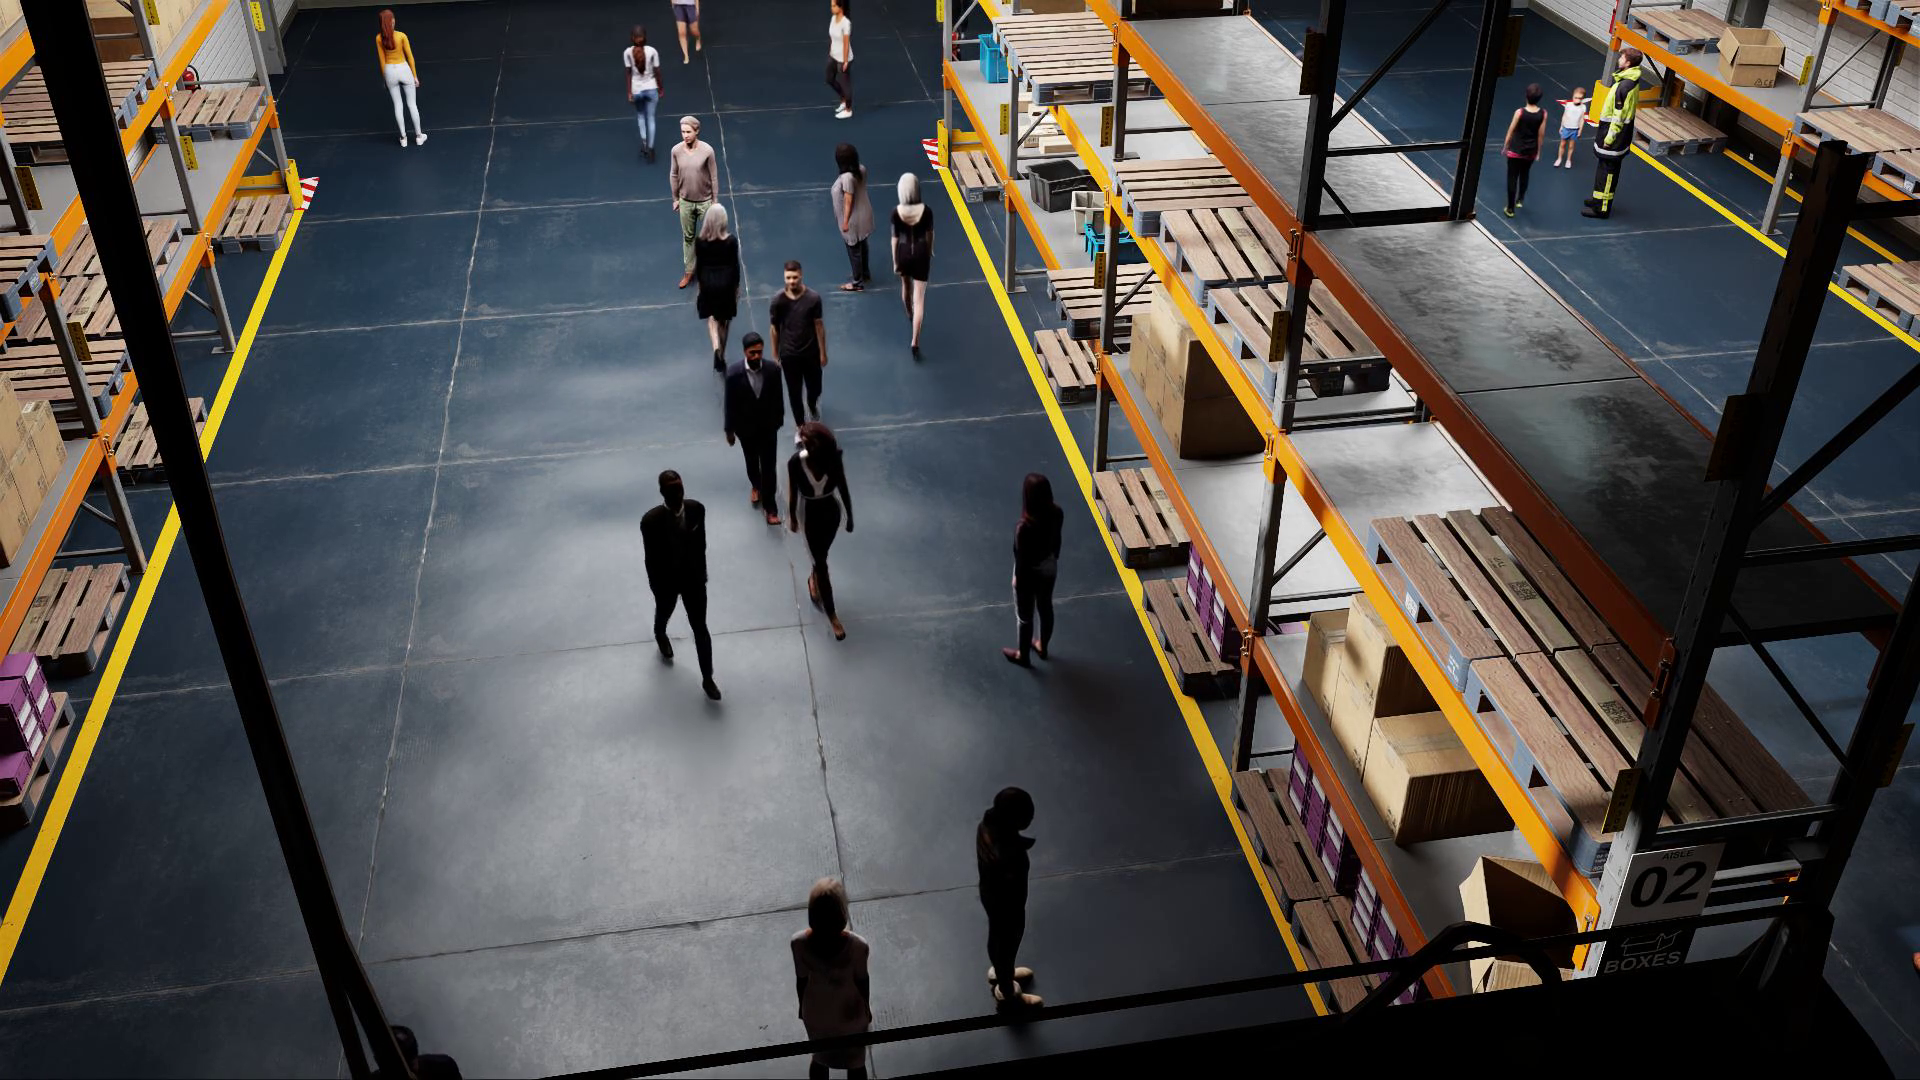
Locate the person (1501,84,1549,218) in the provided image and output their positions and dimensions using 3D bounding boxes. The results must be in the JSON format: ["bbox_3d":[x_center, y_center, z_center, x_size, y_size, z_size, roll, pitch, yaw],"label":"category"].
[{"bbox_3d":[6.600,-4.535,19.448,0.605,1.539,0.694,-2,34,-3],"label":"person"}]

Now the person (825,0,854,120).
[{"bbox_3d":[-1.521,-6.474,22.277,0.739,1.635,0.641,-20,38,-27],"label":"person"}]

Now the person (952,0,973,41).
[{"bbox_3d":[-0.041,-8.328,24.988,0.636,1.723,0.678,-11,35,-16],"label":"person"}]

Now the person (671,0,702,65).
[{"bbox_3d":[-4.011,-7.808,24.365,0.674,1.546,0.876,2,34,3],"label":"person"}]

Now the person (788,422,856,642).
[{"bbox_3d":[-1.091,-0.167,12.690,0.749,1.745,1.197,-11,35,-17],"label":"person"}]

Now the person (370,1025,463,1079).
[{"bbox_3d":[-2.629,2.938,8.094,0.773,1.663,0.754,-14,36,-20],"label":"person"}]

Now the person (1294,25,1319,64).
[{"bbox_3d":[4.235,-5.401,20.459,0.814,1.861,0.772,-13,36,-19],"label":"person"}]

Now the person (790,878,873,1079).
[{"bbox_3d":[-0.651,2.466,8.726,0.618,1.749,0.600,4,34,6],"label":"person"}]

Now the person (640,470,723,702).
[{"bbox_3d":[-2.089,0.259,12.036,0.915,1.758,1.264,-17,37,-24],"label":"person"}]

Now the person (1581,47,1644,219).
[{"bbox_3d":[7.639,-4.753,19.375,0.930,1.983,0.820,14,36,21],"label":"person"}]

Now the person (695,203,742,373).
[{"bbox_3d":[-2.325,-2.370,16.015,0.675,1.733,0.784,-2,34,-4],"label":"person"}]

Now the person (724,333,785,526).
[{"bbox_3d":[-1.729,-1.008,14.015,0.711,1.678,1.107,-7,34,-10],"label":"person"}]

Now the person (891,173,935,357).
[{"bbox_3d":[-0.454,-2.682,16.450,0.746,1.772,1.235,0,34,1],"label":"person"}]

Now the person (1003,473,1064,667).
[{"bbox_3d":[0.548,0.219,12.232,0.691,1.609,0.715,-27,42,-34],"label":"person"}]

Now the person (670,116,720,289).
[{"bbox_3d":[-2.813,-3.619,17.767,0.739,1.874,0.696,3,34,5],"label":"person"}]

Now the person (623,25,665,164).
[{"bbox_3d":[-3.957,-5.572,20.857,0.626,1.706,0.673,-2,34,-2],"label":"person"}]

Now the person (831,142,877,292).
[{"bbox_3d":[-1.127,-3.469,17.781,0.820,1.608,0.745,10,35,15],"label":"person"}]

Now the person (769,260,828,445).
[{"bbox_3d":[-1.441,-1.735,15.042,0.693,1.752,0.772,-2,34,-3],"label":"person"}]

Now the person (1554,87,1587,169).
[{"bbox_3d":[7.696,-5.199,20.915,0.498,1.019,0.554,18,38,25],"label":"person"}]

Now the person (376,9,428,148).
[{"bbox_3d":[-7.211,-5.943,21.375,0.592,1.750,0.532,-6,34,-9],"label":"person"}]

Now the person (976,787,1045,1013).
[{"bbox_3d":[0.237,2.052,9.430,0.657,1.659,0.595,9,35,13],"label":"person"}]
